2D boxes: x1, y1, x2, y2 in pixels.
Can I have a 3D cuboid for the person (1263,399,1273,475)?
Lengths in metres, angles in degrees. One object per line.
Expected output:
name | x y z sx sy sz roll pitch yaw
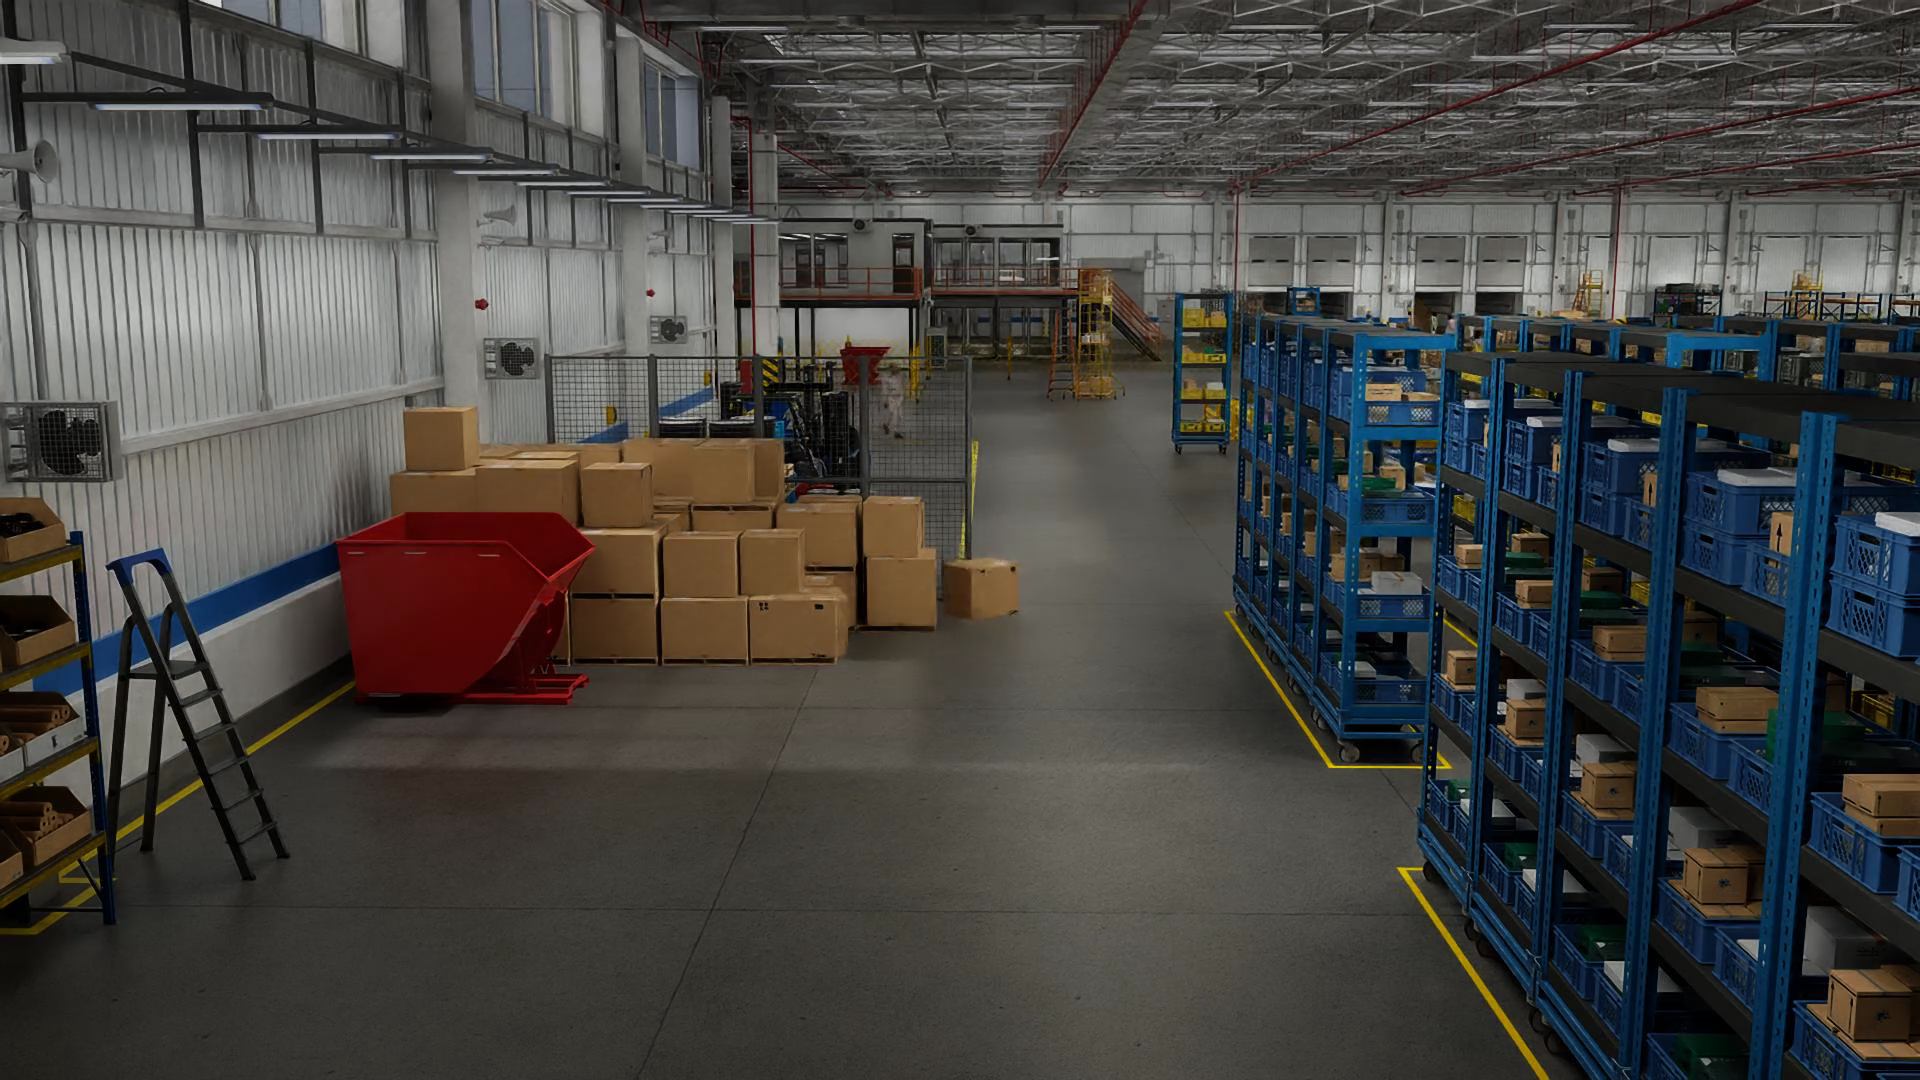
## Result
person | 6.272 -2.318 33.441 0.370 2.044 0.608 2 9 10

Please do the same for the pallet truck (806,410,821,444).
pallet truck | -3.559 -2.018 33.905 1.522 1.261 0.704 0 9 -1

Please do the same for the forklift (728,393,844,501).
forklift | -2.979 -1.316 26.476 2.680 1.987 1.157 0 9 1

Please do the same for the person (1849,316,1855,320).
person | 43.930 -10.077 81.774 0.877 1.896 0.595 2 9 13

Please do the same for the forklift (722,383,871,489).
forklift | -2.893 -1.687 28.729 2.680 1.987 1.157 0 9 -1

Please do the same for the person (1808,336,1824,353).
person | 32.267 -6.957 62.712 0.671 1.823 0.684 -6 11 -34

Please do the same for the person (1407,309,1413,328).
person | 25.593 -12.174 94.629 0.398 1.918 0.587 5 11 29

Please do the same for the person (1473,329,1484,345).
person | 19.417 -6.889 62.000 0.617 1.932 0.878 -8 12 -42

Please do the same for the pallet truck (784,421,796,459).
pallet truck | -4.013 -1.793 32.705 1.601 1.201 0.680 0 9 1

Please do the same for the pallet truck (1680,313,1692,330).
pallet truck | 36.315 -10.531 84.244 0.823 1.965 1.885 -6 11 -33

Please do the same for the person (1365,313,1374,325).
person | 21.264 -10.855 86.455 0.593 1.930 0.628 -2 10 -14

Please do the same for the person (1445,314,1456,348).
person | 25.654 -10.878 86.926 0.640 1.824 0.704 -4 10 -24

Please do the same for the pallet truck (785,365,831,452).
pallet truck | -3.774 -2.976 37.635 1.885 1.965 0.823 1 9 5

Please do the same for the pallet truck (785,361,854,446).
pallet truck | -3.410 -3.193 38.978 1.885 1.965 0.823 0 9 -1

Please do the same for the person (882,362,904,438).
person | -1.668 -3.450 40.969 0.765 1.870 0.662 8 12 40

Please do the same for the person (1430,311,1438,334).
person | 26.377 -11.800 92.551 0.429 1.841 0.634 2 10 14

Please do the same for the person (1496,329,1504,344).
person | 21.712 -7.743 67.234 0.551 1.932 0.378 5 11 29

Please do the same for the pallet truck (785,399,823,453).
pallet truck | -3.814 -2.432 36.419 1.630 1.274 0.653 0 9 1

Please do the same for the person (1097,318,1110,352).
person | 7.274 -10.379 83.736 0.617 1.863 0.591 -4 10 -22

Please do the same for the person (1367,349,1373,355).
person | 16.140 -7.409 65.418 0.429 1.856 0.521 2 10 15
